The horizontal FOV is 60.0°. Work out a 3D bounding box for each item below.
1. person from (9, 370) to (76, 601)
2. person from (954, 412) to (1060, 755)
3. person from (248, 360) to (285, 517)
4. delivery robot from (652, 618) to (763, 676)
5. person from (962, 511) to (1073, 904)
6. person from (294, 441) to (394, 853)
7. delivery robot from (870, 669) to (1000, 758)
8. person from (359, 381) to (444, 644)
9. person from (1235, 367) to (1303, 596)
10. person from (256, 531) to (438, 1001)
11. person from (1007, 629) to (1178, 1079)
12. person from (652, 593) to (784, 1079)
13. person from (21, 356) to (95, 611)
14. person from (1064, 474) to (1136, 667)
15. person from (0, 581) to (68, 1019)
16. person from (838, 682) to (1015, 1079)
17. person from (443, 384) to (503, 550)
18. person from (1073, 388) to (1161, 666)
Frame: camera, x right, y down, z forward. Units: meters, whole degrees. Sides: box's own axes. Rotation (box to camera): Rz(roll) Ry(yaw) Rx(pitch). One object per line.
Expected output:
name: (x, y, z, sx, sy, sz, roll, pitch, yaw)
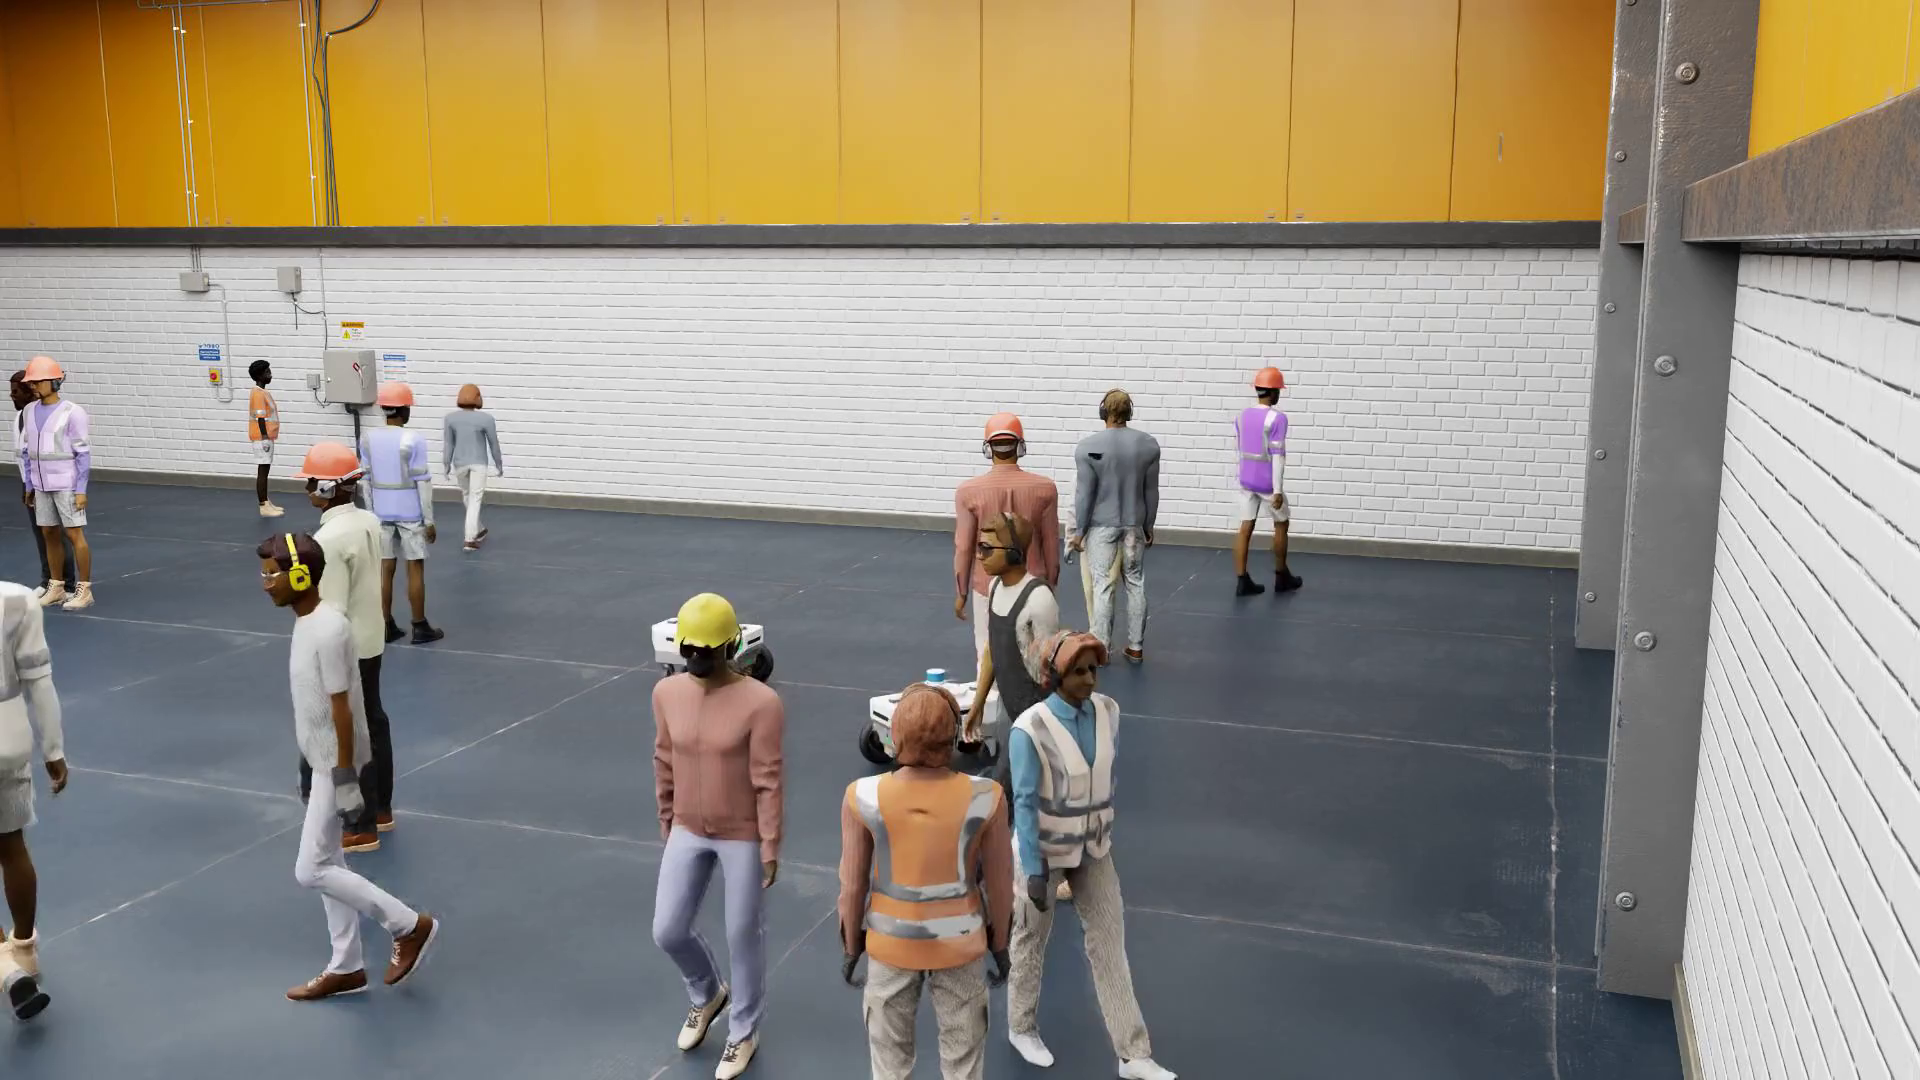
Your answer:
person: (-7.493, -0.432, 13.605, 0.590, 1.916, 0.393, 8, 13, 38)
person: (0.265, 0.268, 9.469, 0.609, 1.984, 0.398, -1, 10, -7)
person: (-7.509, -1.096, 17.964, 0.318, 1.697, 0.534, -4, 11, -20)
delivery robot: (-1.672, 0.665, 10.994, 0.707, 0.478, 0.477, 4, 11, 21)
person: (0.222, 0.762, 7.232, 0.985, 1.783, 0.502, -3, 11, -18)
person: (-2.973, 0.515, 8.049, 0.378, 1.995, 0.609, 0, 10, -1)
delivery robot: (-0.134, 0.965, 9.306, 0.707, 0.478, 0.477, -6, 12, -30)
person: (-4.106, -0.191, 12.222, 0.563, 1.932, 0.397, 3, 10, 15)
person: (2.613, -0.494, 13.959, 0.808, 1.908, 0.575, -8, 13, -38)
person: (-2.399, 0.879, 6.433, 0.501, 1.843, 0.550, -5, 11, -25)
person: (0.429, 1.117, 5.744, 0.527, 1.607, 0.749, -7, 13, -36)
person: (-0.850, 1.037, 5.814, 0.528, 1.748, 0.362, 3, 11, 17)
person: (-7.249, -0.446, 13.323, 0.606, 2.044, 0.373, 3, 10, 15)
person: (0.969, 0.069, 11.609, 0.522, 1.623, 0.338, 6, 12, 32)
person: (-3.705, 0.831, 6.280, 0.819, 2.002, 0.635, 9, 14, 42)
person: (-0.098, 1.237, 4.987, 0.524, 1.638, 0.310, 0, 10, 0)
person: (-4.723, -0.719, 16.153, 0.528, 1.583, 0.883, 1, 10, 4)
person: (1.081, -0.085, 11.587, 0.627, 1.940, 0.372, -3, 11, -17)
